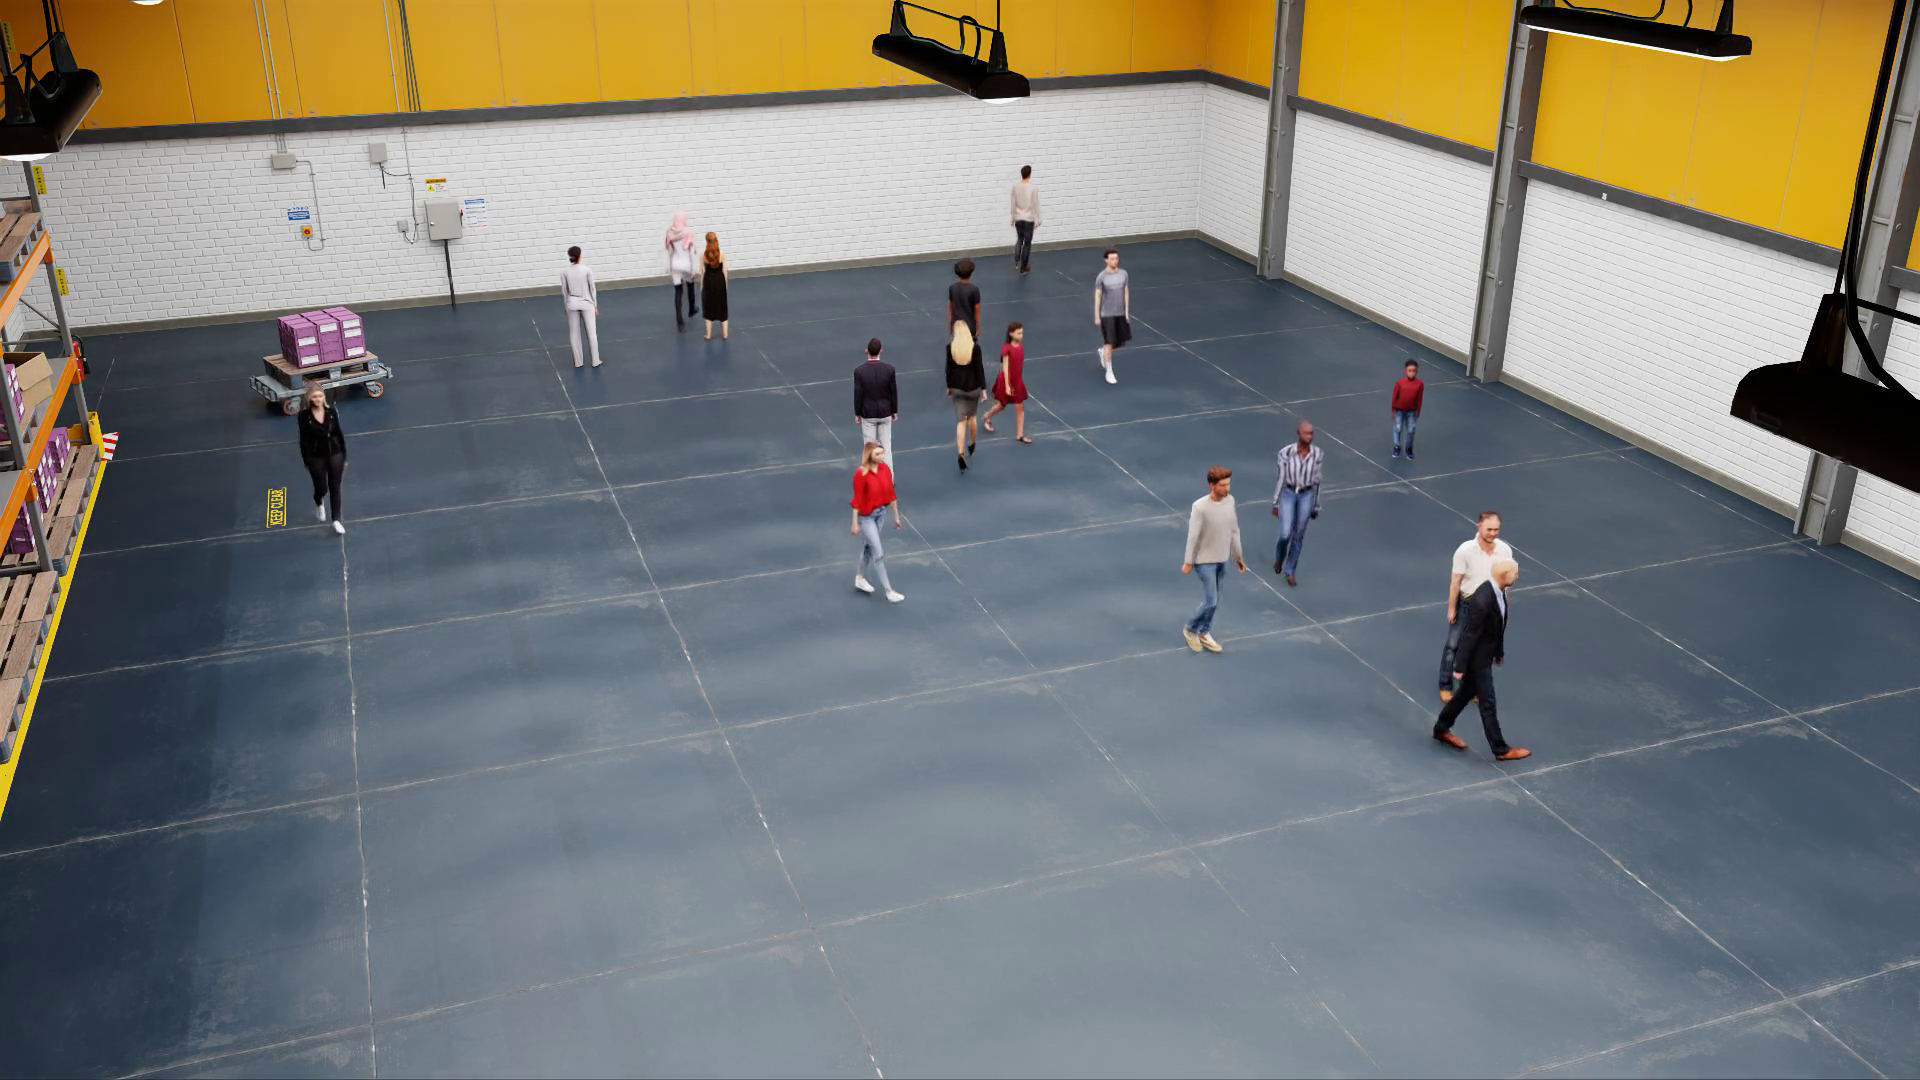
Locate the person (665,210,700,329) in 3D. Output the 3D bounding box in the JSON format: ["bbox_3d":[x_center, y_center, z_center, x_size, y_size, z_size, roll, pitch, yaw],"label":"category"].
[{"bbox_3d":[-4.272,-4.101,25.430,0.979,1.750,1.256,2,24,4],"label":"person"}]

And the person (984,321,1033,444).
[{"bbox_3d":[0.586,-2.001,20.906,0.789,1.525,1.093,-19,30,-37],"label":"person"}]

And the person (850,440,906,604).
[{"bbox_3d":[-0.932,-0.225,16.659,0.908,1.674,1.109,-22,32,-40],"label":"person"}]

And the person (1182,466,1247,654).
[{"bbox_3d":[2.271,0.156,15.524,0.776,1.884,0.773,-19,30,-36],"label":"person"}]

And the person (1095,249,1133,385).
[{"bbox_3d":[2.086,-3.142,23.117,0.676,1.846,0.922,-9,25,-20],"label":"person"}]

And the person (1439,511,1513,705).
[{"bbox_3d":[4.532,0.567,14.628,0.734,1.848,0.714,2,24,4],"label":"person"}]

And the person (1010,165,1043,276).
[{"bbox_3d":[1.072,-5.426,28.334,0.743,1.852,0.812,12,26,25],"label":"person"}]

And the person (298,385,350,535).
[{"bbox_3d":[-6.971,-0.904,18.212,0.732,1.672,0.870,-16,28,-32],"label":"person"}]

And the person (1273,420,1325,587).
[{"bbox_3d":[3.390,-0.400,16.930,0.722,1.777,0.739,-2,24,-5],"label":"person"}]

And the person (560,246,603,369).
[{"bbox_3d":[-5.401,-3.322,23.660,0.696,1.740,0.646,-1,24,-3],"label":"person"}]

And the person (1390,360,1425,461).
[{"bbox_3d":[5.458,-1.628,20.402,0.609,1.246,0.655,6,24,13],"label":"person"}]

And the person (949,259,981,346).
[{"bbox_3d":[0.028,-2.940,22.754,0.916,1.766,1.002,8,25,18],"label":"person"}]

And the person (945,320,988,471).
[{"bbox_3d":[0.029,-1.681,19.841,0.960,1.791,1.198,2,24,5],"label":"person"}]

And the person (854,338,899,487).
[{"bbox_3d":[-0.971,-1.447,19.241,0.704,1.844,0.631,-3,24,-6],"label":"person"}]

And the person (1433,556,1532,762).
[{"bbox_3d":[4.241,0.961,13.852,1.227,1.748,1.121,17,29,33],"label":"person"}]

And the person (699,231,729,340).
[{"bbox_3d":[-3.688,-3.804,24.919,0.583,1.615,0.569,-8,25,-18],"label":"person"}]
